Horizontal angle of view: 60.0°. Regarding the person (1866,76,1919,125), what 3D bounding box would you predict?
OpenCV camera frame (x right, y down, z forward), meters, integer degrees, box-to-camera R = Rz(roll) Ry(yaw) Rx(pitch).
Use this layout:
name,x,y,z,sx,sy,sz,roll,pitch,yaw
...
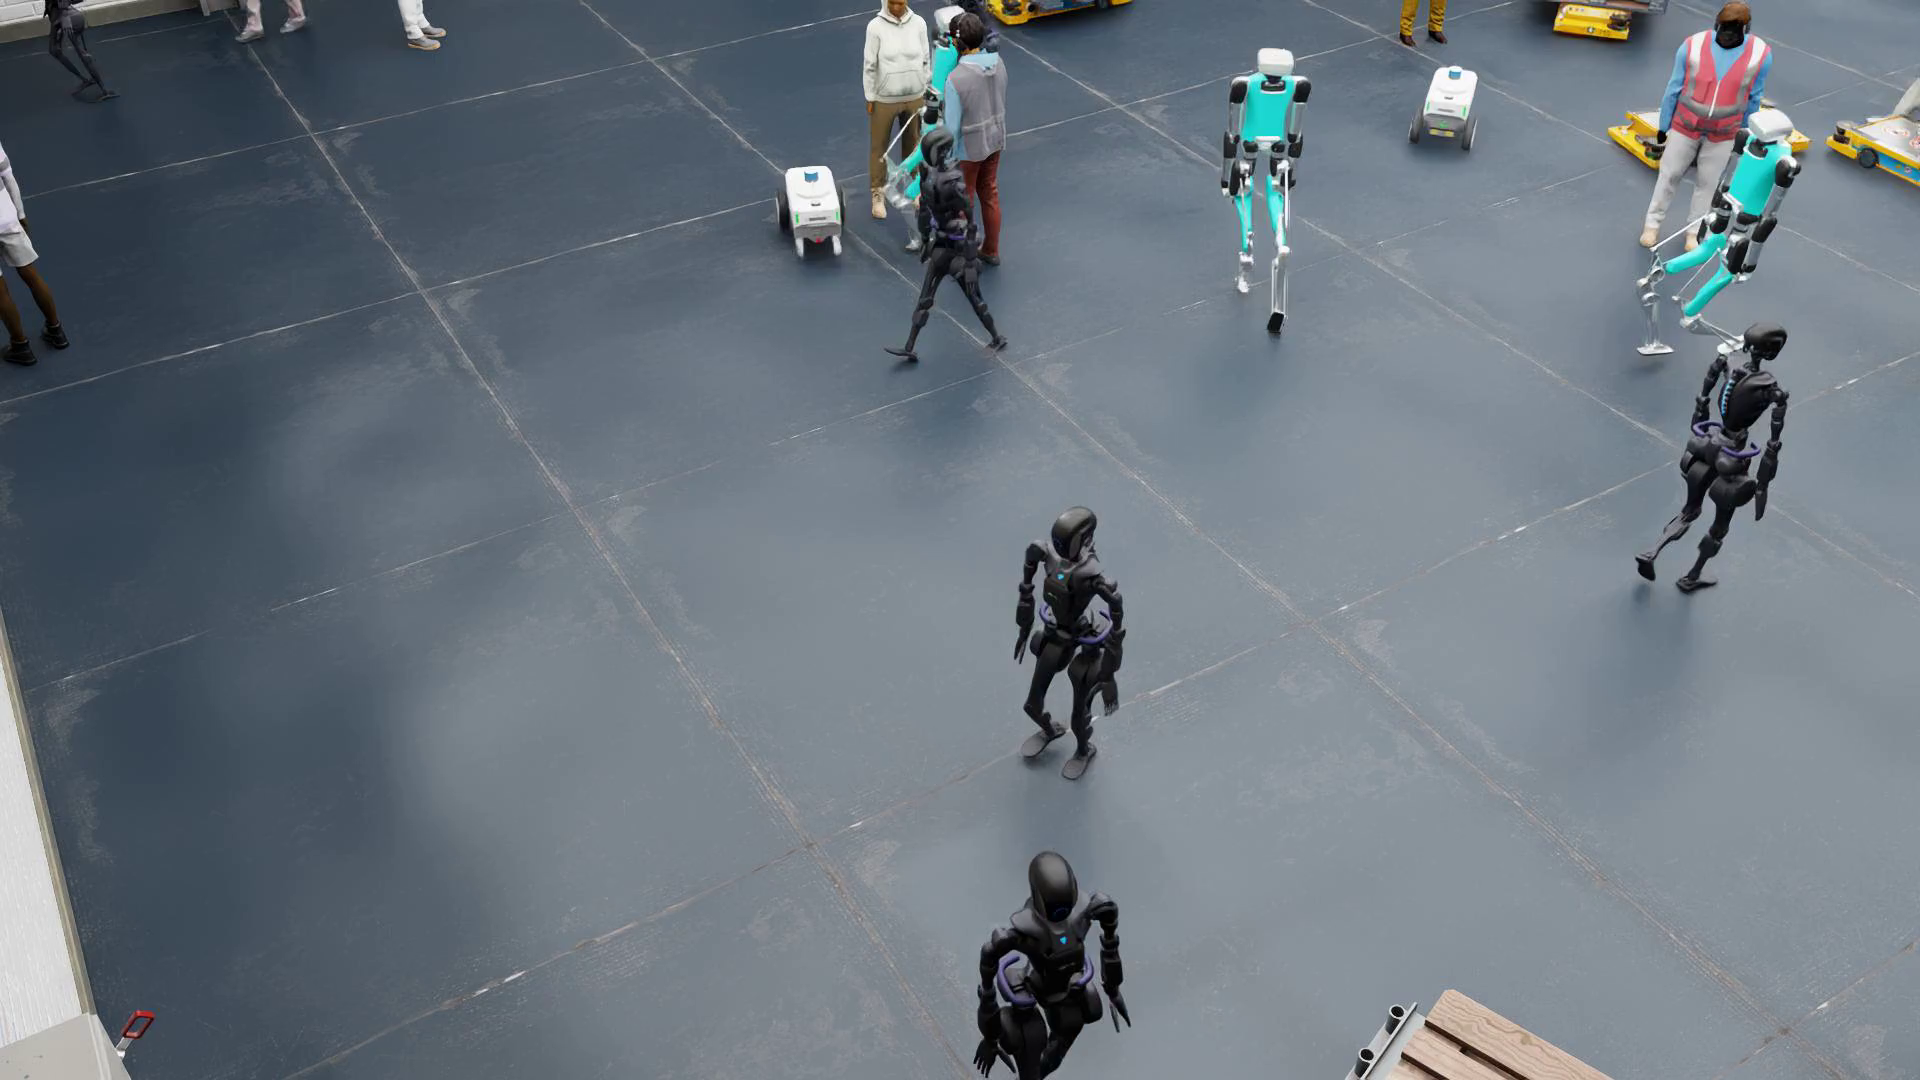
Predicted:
name,x,y,z,sx,sy,sz,roll,pitch,yaw
person,7.893,-3.988,13.248,0.728,1.603,0.526,20,43,23

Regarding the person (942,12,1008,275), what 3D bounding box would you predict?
name,x,y,z,sx,sy,sz,roll,pitch,yaw
person,0.099,-2.668,11.370,0.419,1.871,0.541,30,47,32

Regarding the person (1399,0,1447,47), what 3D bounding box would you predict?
name,x,y,z,sx,sy,sz,roll,pitch,yaw
person,4.248,-5.262,14.743,0.527,1.750,0.343,-10,39,-12

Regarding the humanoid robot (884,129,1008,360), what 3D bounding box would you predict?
name,x,y,z,sx,sy,sz,roll,pitch,yaw
humanoid robot,-0.075,-1.847,10.533,0.821,1.608,0.611,-24,44,-27

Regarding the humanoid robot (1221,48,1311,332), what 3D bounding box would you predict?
name,x,y,z,sx,sy,sz,roll,pitch,yaw
humanoid robot,2.041,-2.241,10.953,0.546,1.774,0.932,-3,38,-4

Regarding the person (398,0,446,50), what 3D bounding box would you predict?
name,x,y,z,sx,sy,sz,roll,pitch,yaw
person,-4.907,-5.314,14.697,0.360,1.884,0.572,0,38,0

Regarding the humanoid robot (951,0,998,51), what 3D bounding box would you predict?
name,x,y,z,sx,sy,sz,roll,pitch,yaw
humanoid robot,0.102,-3.793,12.962,0.490,1.658,0.596,-16,41,-20

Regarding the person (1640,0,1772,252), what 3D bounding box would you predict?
name,x,y,z,sx,sy,sz,roll,pitch,yaw
person,5.226,-2.893,11.690,0.629,1.833,0.434,15,41,18

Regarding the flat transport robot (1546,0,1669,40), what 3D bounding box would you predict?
name,x,y,z,sx,sy,sz,roll,pitch,yaw
flat transport robot,6.028,-5.104,15.732,0.659,0.231,1.431,13,40,16

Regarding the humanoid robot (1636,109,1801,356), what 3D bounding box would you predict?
name,x,y,z,sx,sy,sz,roll,pitch,yaw
humanoid robot,4.704,-1.837,10.425,1.005,1.739,0.546,-8,39,-10

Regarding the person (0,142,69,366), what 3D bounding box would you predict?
name,x,y,z,sx,sy,sz,roll,pitch,yaw
person,-6.159,-2.000,10.480,0.371,1.930,0.542,24,44,27

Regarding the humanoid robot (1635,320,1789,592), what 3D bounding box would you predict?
name,x,y,z,sx,sy,sz,roll,pitch,yaw
humanoid robot,3.926,-0.392,8.653,0.517,1.634,0.585,-16,41,-19

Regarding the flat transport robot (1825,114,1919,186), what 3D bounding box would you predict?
name,x,y,z,sx,sy,sz,roll,pitch,yaw
flat transport robot,7.608,-2.960,13.027,0.659,0.231,1.431,-18,42,-21

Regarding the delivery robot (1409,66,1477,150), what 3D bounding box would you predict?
name,x,y,z,sx,sy,sz,roll,pitch,yaw
delivery robot,3.977,-3.535,13.536,0.499,0.613,0.811,13,40,15

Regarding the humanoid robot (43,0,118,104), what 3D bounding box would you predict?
name,x,y,z,sx,sy,sz,roll,pitch,yaw
humanoid robot,-7.414,-4.411,13.731,0.415,1.646,0.589,-29,47,-31

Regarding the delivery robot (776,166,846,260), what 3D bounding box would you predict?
name,x,y,z,sx,sy,sz,roll,pitch,yaw
delivery robot,-1.074,-2.436,12.139,0.499,0.599,0.784,-6,39,-8

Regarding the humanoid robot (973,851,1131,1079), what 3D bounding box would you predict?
name,x,y,z,sx,sy,sz,roll,pitch,yaw
humanoid robot,0.359,1.728,5.992,0.609,1.637,0.676,-15,41,-18

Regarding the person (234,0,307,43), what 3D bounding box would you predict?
name,x,y,z,sx,sy,sz,roll,pitch,yaw
person,-6.287,-5.317,14.759,0.592,1.804,0.831,20,42,23

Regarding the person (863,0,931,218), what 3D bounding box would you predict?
name,x,y,z,sx,sy,sz,roll,pitch,yaw
person,-0.458,-3.241,12.177,0.521,1.763,0.380,-11,40,-13

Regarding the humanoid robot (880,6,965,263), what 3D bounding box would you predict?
name,x,y,z,sx,sy,sz,roll,pitch,yaw
humanoid robot,-0.279,-2.793,11.652,0.789,1.783,0.534,-17,42,-21

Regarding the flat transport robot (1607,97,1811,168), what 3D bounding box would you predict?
name,x,y,z,sx,sy,sz,roll,pitch,yaw
flat transport robot,6.057,-3.292,13.446,1.431,0.231,0.659,-9,39,-11

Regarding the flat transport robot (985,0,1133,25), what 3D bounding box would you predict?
name,x,y,z,sx,sy,sz,roll,pitch,yaw
flat transport robot,0.933,-5.227,15.887,1.431,0.231,0.659,-17,42,-21

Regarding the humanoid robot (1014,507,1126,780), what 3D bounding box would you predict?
name,x,y,z,sx,sy,sz,roll,pitch,yaw
humanoid robot,0.522,0.477,7.565,0.597,1.640,0.393,27,46,30
